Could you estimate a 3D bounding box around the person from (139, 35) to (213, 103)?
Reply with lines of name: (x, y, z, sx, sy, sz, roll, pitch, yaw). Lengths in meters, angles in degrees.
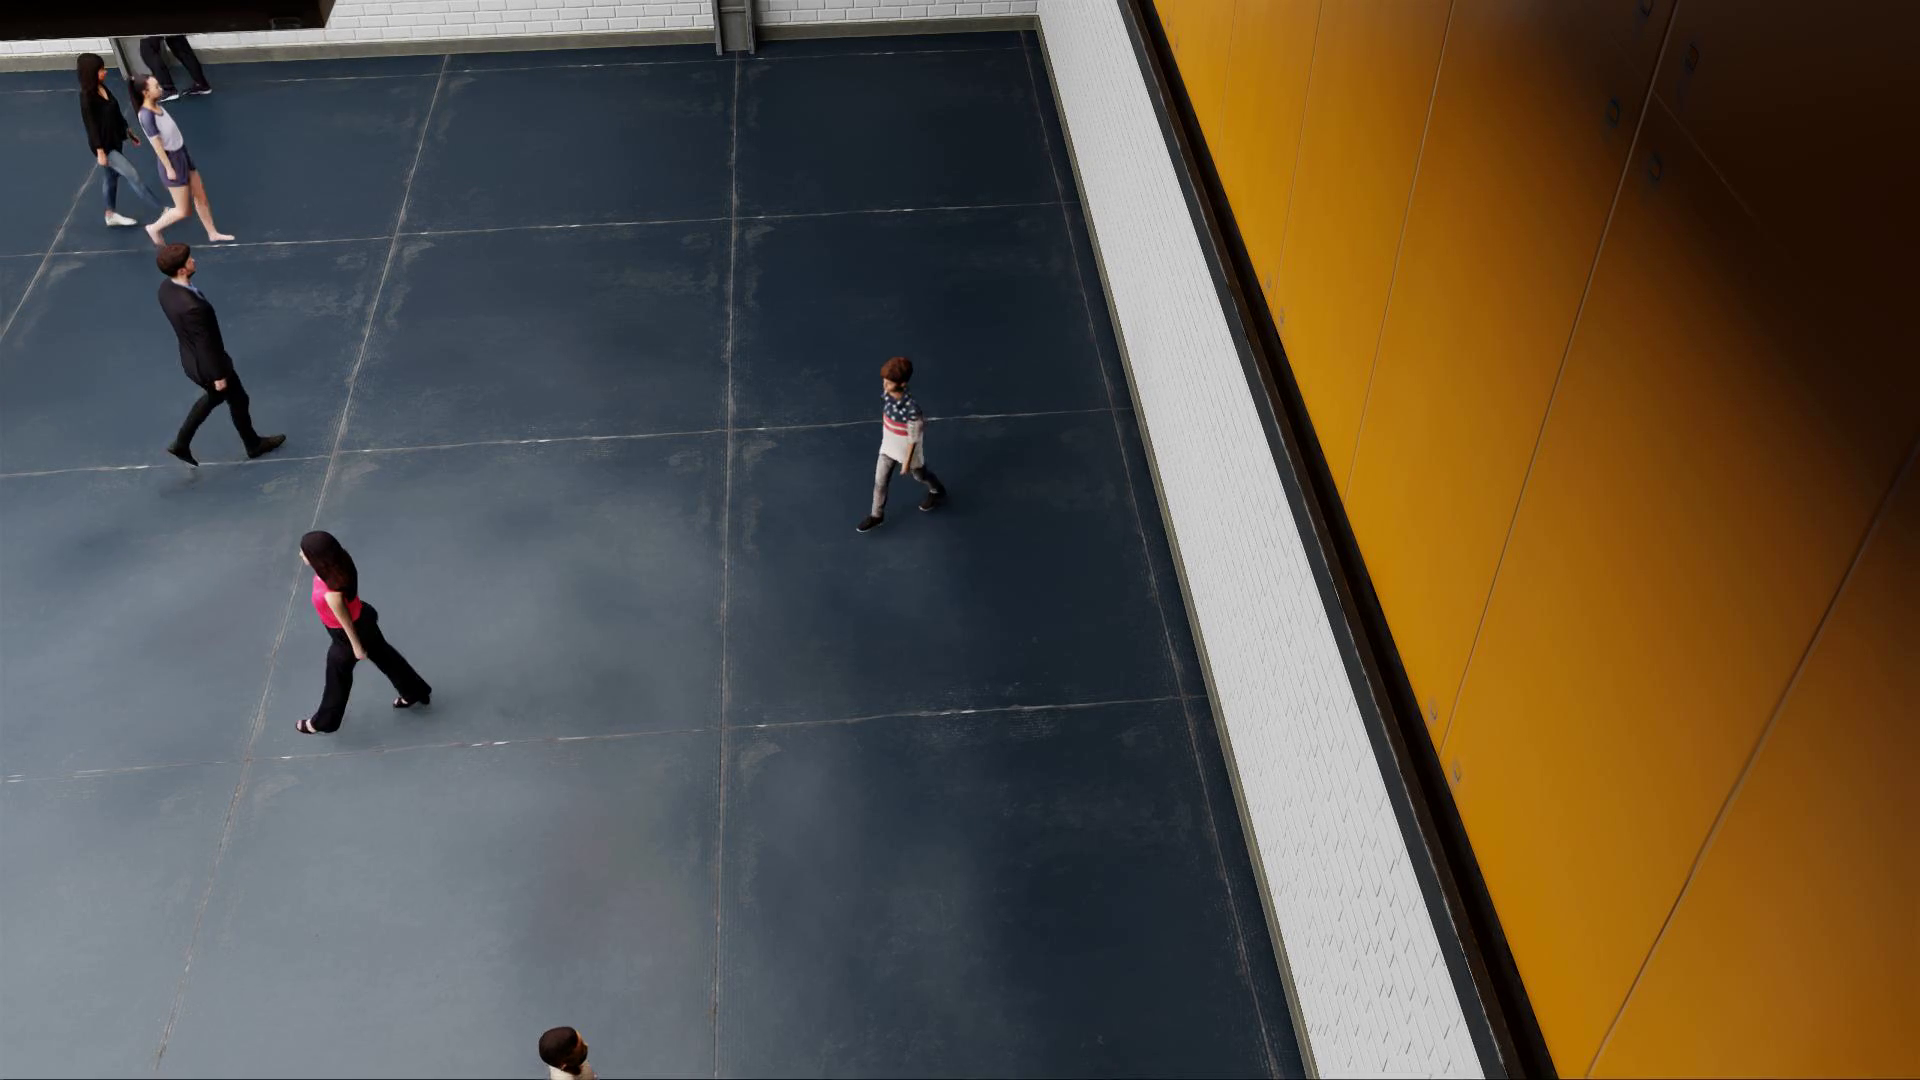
person: (-7.632, -5.086, 16.070, 0.763, 1.726, 0.592, -5, 44, -5)

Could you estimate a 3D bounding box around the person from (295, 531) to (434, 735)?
person: (-3.657, 0.562, 10.226, 1.055, 1.611, 0.622, -7, 44, -7)

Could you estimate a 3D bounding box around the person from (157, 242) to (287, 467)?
person: (-5.488, -1.258, 11.948, 1.170, 1.869, 1.051, -31, 52, -28)

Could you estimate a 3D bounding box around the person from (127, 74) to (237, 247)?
person: (-6.758, -3.169, 14.128, 0.869, 1.631, 0.586, -5, 44, -5)

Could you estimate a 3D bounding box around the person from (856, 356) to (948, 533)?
person: (-0.350, -0.696, 11.694, 0.905, 1.407, 1.005, 35, 53, 31)

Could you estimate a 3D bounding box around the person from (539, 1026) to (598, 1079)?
person: (-1.829, 2.779, 8.007, 0.590, 1.461, 0.601, -13, 45, -13)

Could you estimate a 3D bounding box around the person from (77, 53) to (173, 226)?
person: (-7.460, -3.422, 14.407, 0.997, 1.612, 0.639, -6, 44, -6)
